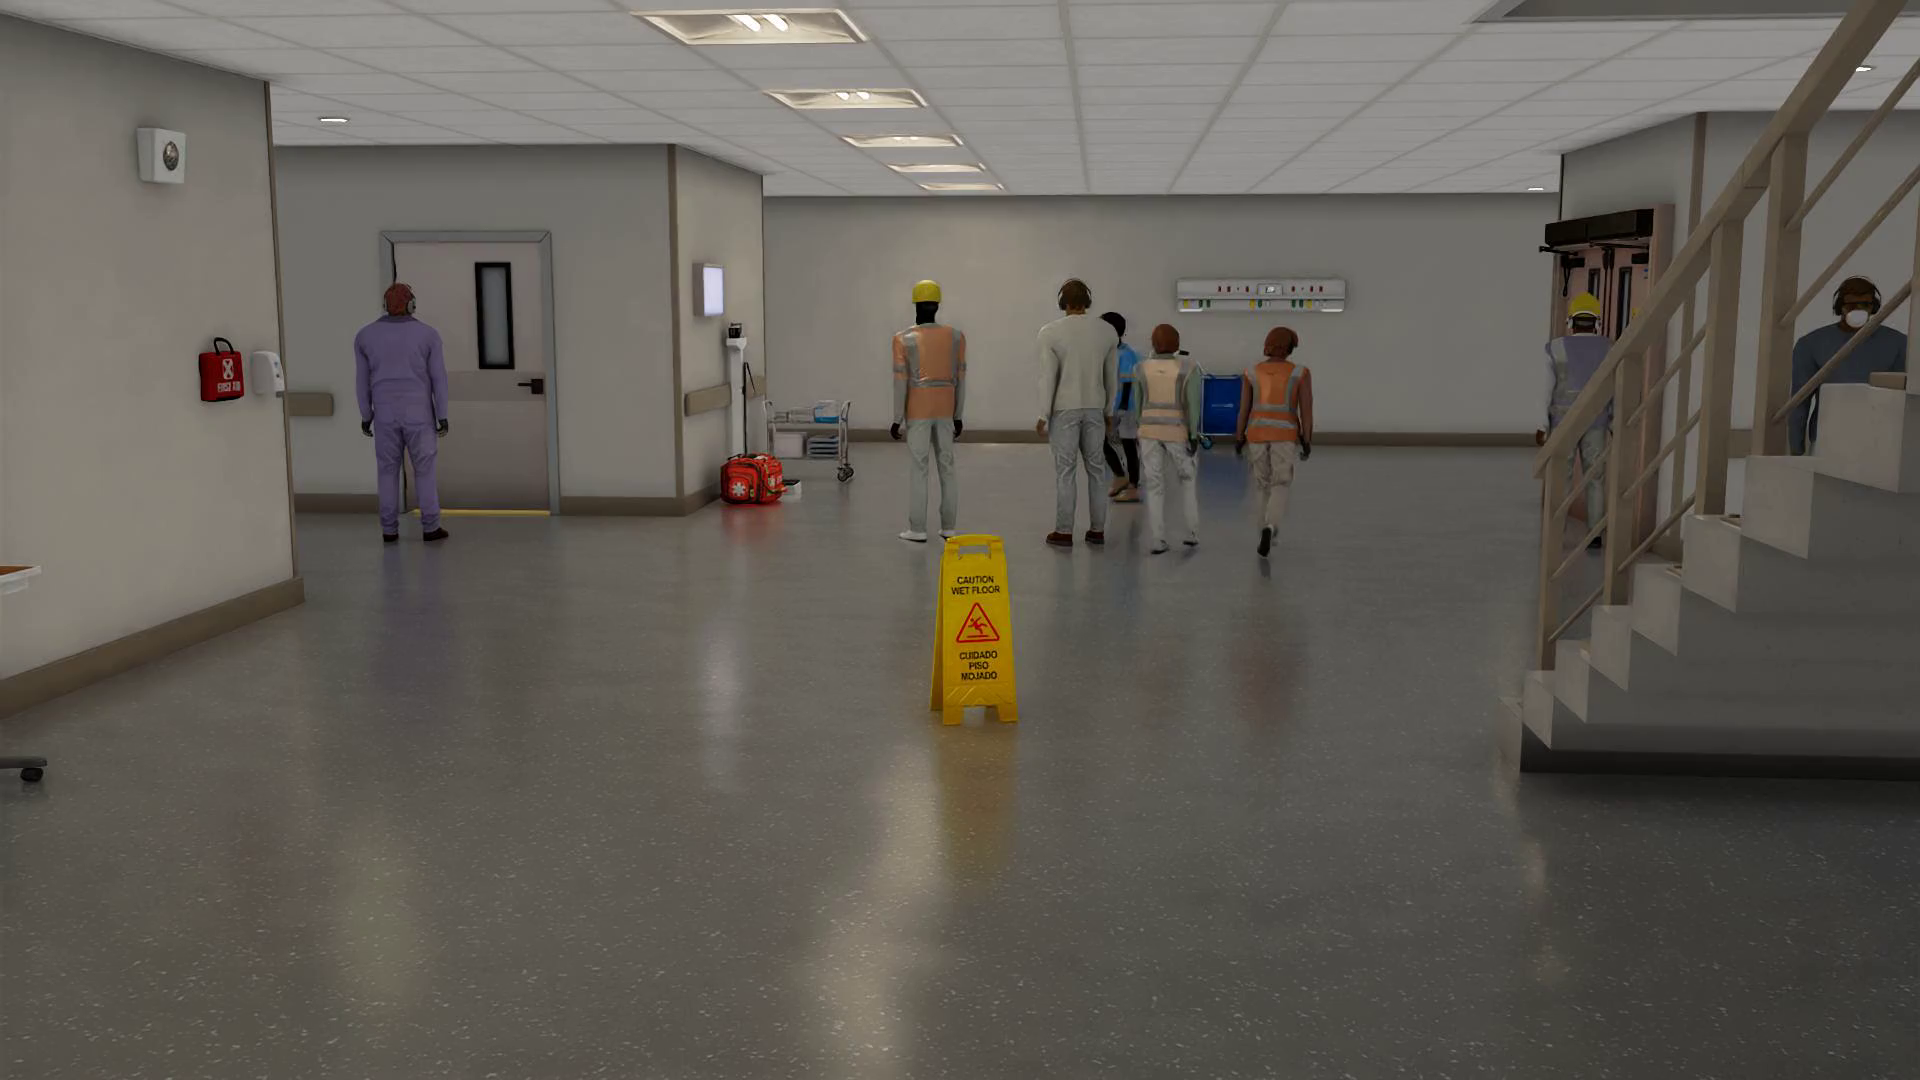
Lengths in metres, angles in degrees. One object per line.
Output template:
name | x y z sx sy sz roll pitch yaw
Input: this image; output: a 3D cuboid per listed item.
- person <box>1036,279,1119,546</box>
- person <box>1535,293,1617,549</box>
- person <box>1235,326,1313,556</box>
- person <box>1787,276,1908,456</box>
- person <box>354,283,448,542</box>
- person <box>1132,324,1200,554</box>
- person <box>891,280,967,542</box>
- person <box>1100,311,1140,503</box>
person | 0.843 -0.916 12.053 0.627 1.935 0.372 -3 9 -19
person | 4.432 -0.846 11.921 0.603 1.830 0.404 1 8 8
person | 2.181 -0.696 11.680 0.552 1.604 0.744 5 10 29
person | 5.081 -0.540 9.537 0.636 1.928 0.387 3 9 18
person | -4.102 -0.937 12.291 0.652 1.906 0.402 -1 8 -5
person | 1.472 -0.721 11.807 0.517 1.612 0.594 3 9 21
person | -0.239 -0.945 12.272 0.585 1.928 0.368 -4 9 -25
person | 1.397 -1.149 14.506 0.394 1.677 0.545 -4 9 -25
